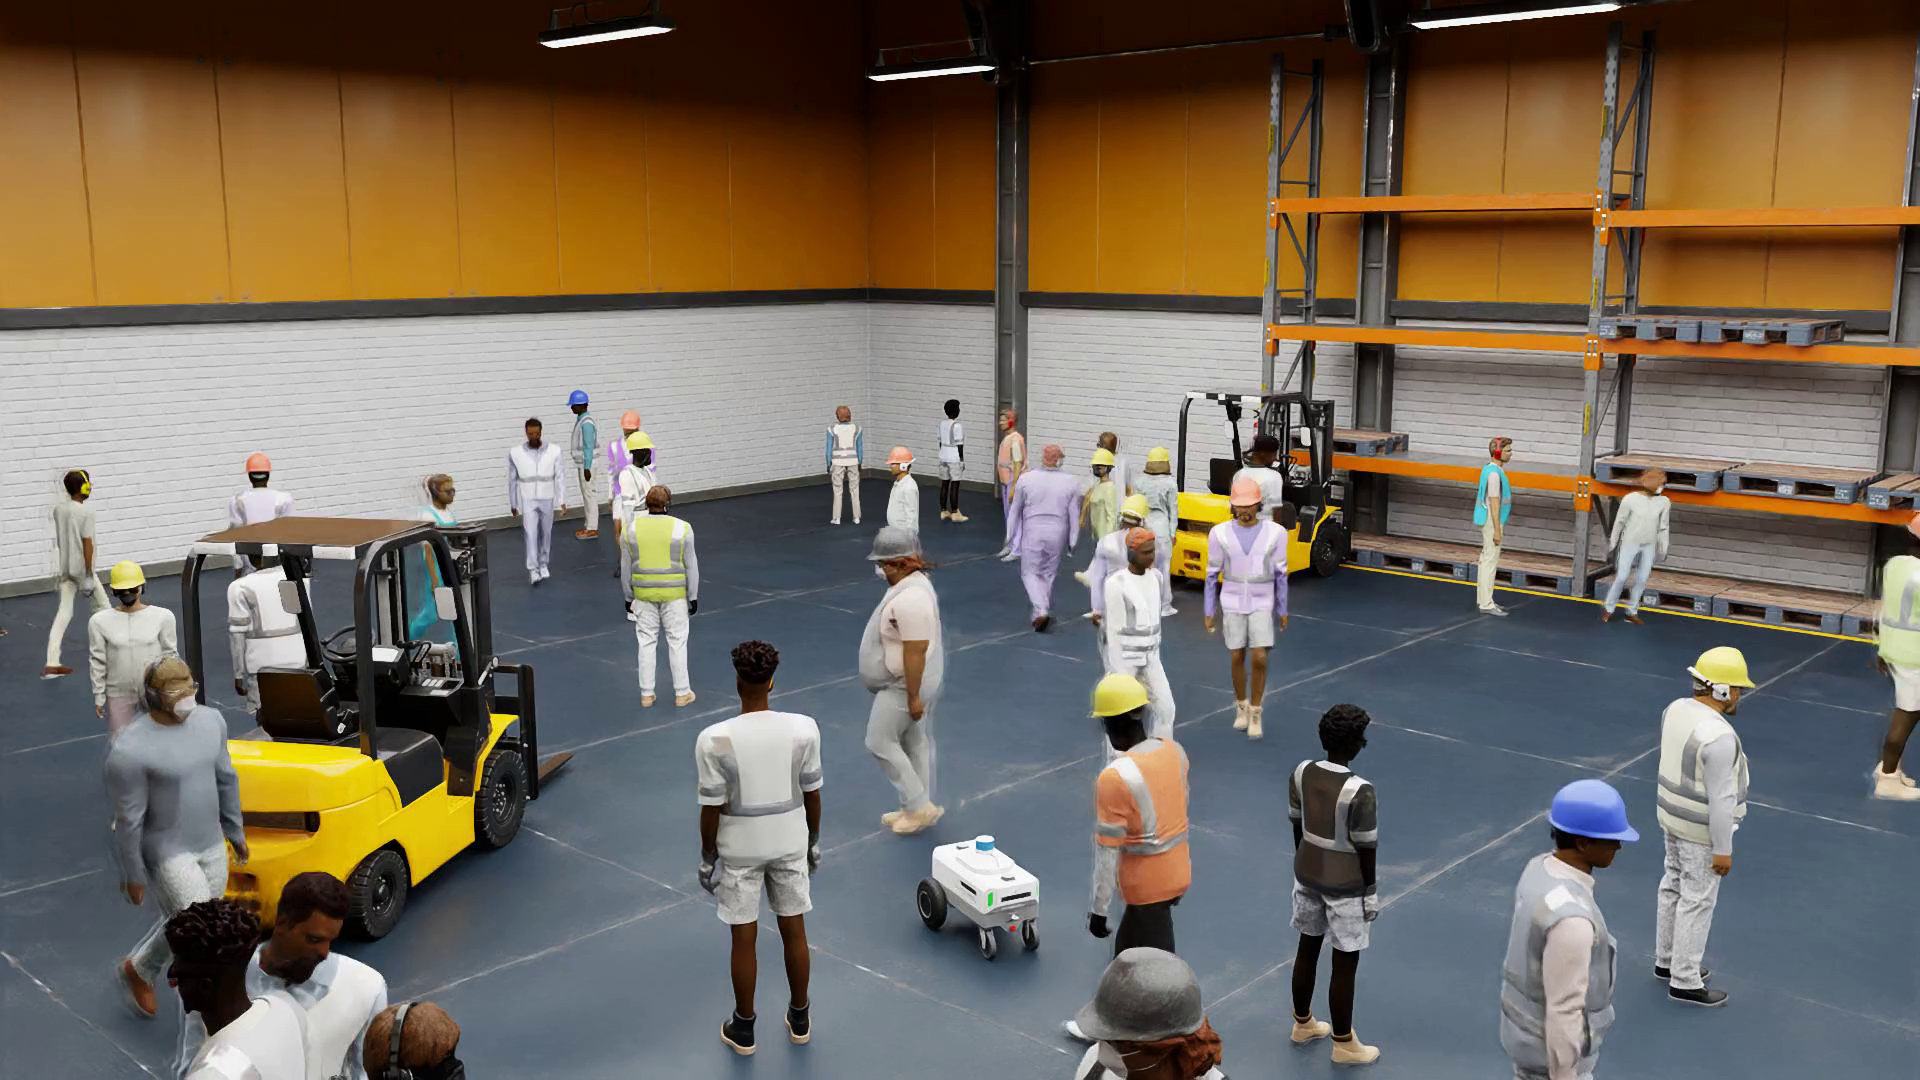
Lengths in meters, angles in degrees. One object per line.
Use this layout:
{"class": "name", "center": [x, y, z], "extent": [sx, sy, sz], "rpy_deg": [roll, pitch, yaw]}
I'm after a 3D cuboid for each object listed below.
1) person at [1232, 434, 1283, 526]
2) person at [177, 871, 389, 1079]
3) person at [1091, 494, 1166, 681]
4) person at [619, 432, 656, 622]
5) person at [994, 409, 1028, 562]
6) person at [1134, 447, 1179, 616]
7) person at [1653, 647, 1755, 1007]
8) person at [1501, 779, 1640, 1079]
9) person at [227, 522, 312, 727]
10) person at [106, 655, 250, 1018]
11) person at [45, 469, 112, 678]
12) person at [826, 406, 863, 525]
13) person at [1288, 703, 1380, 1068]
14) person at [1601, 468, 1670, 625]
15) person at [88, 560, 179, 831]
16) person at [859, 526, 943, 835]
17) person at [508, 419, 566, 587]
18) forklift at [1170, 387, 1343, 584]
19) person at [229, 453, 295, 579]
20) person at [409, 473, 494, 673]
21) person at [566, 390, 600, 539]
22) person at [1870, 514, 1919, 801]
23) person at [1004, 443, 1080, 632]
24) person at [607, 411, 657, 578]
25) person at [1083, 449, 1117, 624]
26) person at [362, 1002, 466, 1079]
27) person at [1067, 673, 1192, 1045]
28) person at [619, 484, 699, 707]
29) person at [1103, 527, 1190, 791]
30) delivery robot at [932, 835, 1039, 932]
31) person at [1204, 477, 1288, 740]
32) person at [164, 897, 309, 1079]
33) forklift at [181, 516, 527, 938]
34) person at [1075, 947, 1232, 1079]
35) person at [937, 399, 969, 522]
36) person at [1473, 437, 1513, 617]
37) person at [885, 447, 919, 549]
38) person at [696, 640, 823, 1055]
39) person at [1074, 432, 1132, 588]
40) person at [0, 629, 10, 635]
{"class": "person", "center": [2.930, -0.087, 16.503], "extent": [0.597, 1.943, 0.668], "rpy_deg": [-8, 13, -38]}
{"class": "person", "center": [-2.097, 1.927, 5.253], "extent": [0.696, 1.880, 0.366], "rpy_deg": [-1, 10, -5]}
{"class": "person", "center": [1.346, 0.522, 13.422], "extent": [0.619, 1.801, 0.449], "rpy_deg": [-2, 10, -12]}
{"class": "person", "center": [-3.230, -0.135, 16.827], "extent": [0.357, 1.930, 0.585], "rpy_deg": [2, 10, 9]}
{"class": "person", "center": [0.631, -0.660, 20.072], "extent": [0.397, 1.840, 0.577], "rpy_deg": [-2, 10, -9]}
{"class": "person", "center": [2.018, -0.089, 17.105], "extent": [0.487, 1.741, 0.313], "rpy_deg": [5, 11, 28]}
{"class": "person", "center": [3.698, 1.421, 8.301], "extent": [0.403, 1.818, 0.599], "rpy_deg": [0, 10, 0]}
{"class": "person", "center": [2.138, 1.778, 5.922], "extent": [0.417, 1.936, 0.618], "rpy_deg": [1, 10, 7]}
{"class": "person", "center": [-4.701, 0.832, 11.369], "extent": [0.557, 1.924, 0.429], "rpy_deg": [-9, 13, -41]}
{"class": "person", "center": [-3.729, 1.454, 7.852], "extent": [0.872, 1.916, 0.638], "rpy_deg": [3, 11, 19]}
{"class": "person", "center": [-7.831, 0.278, 14.838], "extent": [0.519, 1.809, 1.004], "rpy_deg": [3, 11, 19]}
{"class": "person", "center": [-1.575, -1.018, 22.716], "extent": [0.513, 1.630, 0.318], "rpy_deg": [-3, 10, -15]}
{"class": "person", "center": [1.737, 1.585, 7.708], "extent": [0.319, 1.693, 0.532], "rpy_deg": [-6, 12, -31]}
{"class": "person", "center": [6.776, 0.068, 16.577], "extent": [0.538, 1.604, 0.405], "rpy_deg": [0, 10, -1]}
{"class": "person", "center": [-5.357, 1.001, 10.829], "extent": [0.525, 1.769, 0.311], "rpy_deg": [-5, 11, -26]}
{"class": "person", "center": [-0.381, 0.886, 10.701], "extent": [0.539, 2.000, 0.682], "rpy_deg": [1, 10, 6]}
{"class": "person", "center": [-4.752, -0.434, 18.722], "extent": [0.596, 1.864, 1.016], "rpy_deg": [-4, 11, -21]}
{"class": "forklift", "center": [3.298, -0.608, 18.767], "extent": [1.214, 2.155, 2.313], "rpy_deg": [9, 13, 42]}
{"class": "person", "center": [-6.344, 0.159, 15.210], "extent": [0.551, 1.916, 0.513], "rpy_deg": [-3, 10, -17]}
{"class": "person", "center": [-4.631, 0.304, 14.690], "extent": [0.920, 1.817, 0.523], "rpy_deg": [3, 10, 14]}
{"class": "person", "center": [-4.892, -0.986, 21.660], "extent": [0.416, 1.939, 0.604], "rpy_deg": [-4, 11, -19]}
{"class": "person", "center": [6.500, 0.793, 11.263], "extent": [0.501, 2.026, 0.654], "rpy_deg": [1, 10, 5]}
{"class": "person", "center": [0.816, -0.021, 16.390], "extent": [0.730, 1.866, 0.678], "rpy_deg": [-1, 10, -3]}
{"class": "person", "center": [-3.760, -0.508, 18.971], "extent": [0.576, 1.919, 0.686], "rpy_deg": [0, 10, 0]}
{"class": "person", "center": [1.430, -0.037, 16.728], "extent": [0.296, 1.772, 0.533], "rpy_deg": [-2, 10, -10]}
{"class": "person", "center": [-1.399, 2.093, 4.398], "extent": [0.429, 1.844, 0.627], "rpy_deg": [-1, 10, -6]}
{"class": "person", "center": [0.779, 1.529, 7.538], "extent": [0.792, 1.870, 0.593], "rpy_deg": [7, 12, 35]}
{"class": "person", "center": [-2.461, 0.459, 13.701], "extent": [0.634, 1.841, 0.429], "rpy_deg": [0, 10, 1]}
{"class": "person", "center": [1.292, 0.853, 11.392], "extent": [0.600, 1.864, 0.746], "rpy_deg": [-9, 13, -41]}
{"class": "delivery robot", "center": [0.136, 1.863, 9.100], "extent": [0.477, 0.478, 0.707], "rpy_deg": [-5, 11, -27]}
{"class": "person", "center": [2.185, 0.530, 12.787], "extent": [0.636, 2.015, 0.768], "rpy_deg": [3, 10, 15]}
{"class": "person", "center": [-2.040, 1.965, 4.768], "extent": [0.363, 1.964, 0.612], "rpy_deg": [0, 10, -3]}
{"class": "forklift", "center": [-3.583, 0.976, 9.748], "extent": [1.214, 2.155, 2.313], "rpy_deg": [2, 10, 11]}
{"class": "person", "center": [0.471, 2.010, 4.303], "extent": [0.536, 2.000, 0.684], "rpy_deg": [-7, 12, -36]}
{"class": "person", "center": [-0.108, -1.099, 22.980], "extent": [0.318, 1.697, 0.533], "rpy_deg": [-7, 12, -35]}
{"class": "person", "center": [5.486, -0.147, 17.133], "extent": [0.389, 1.846, 0.567], "rpy_deg": [2, 10, 13]}
{"class": "person", "center": [-0.598, -0.082, 17.028], "extent": [0.330, 1.751, 0.565], "rpy_deg": [-3, 10, -17]}
{"class": "person", "center": [-0.934, 1.433, 7.796], "extent": [0.600, 1.967, 0.368], "rpy_deg": [-4, 11, -20]}
{"class": "person", "center": [1.592, -0.282, 18.084], "extent": [0.536, 1.783, 1.050], "rpy_deg": [-9, 13, -40]}
{"class": "person", "center": [-9.729, 0.193, 15.932], "extent": [0.862, 1.593, 0.501], "rpy_deg": [-3, 10, -16]}
